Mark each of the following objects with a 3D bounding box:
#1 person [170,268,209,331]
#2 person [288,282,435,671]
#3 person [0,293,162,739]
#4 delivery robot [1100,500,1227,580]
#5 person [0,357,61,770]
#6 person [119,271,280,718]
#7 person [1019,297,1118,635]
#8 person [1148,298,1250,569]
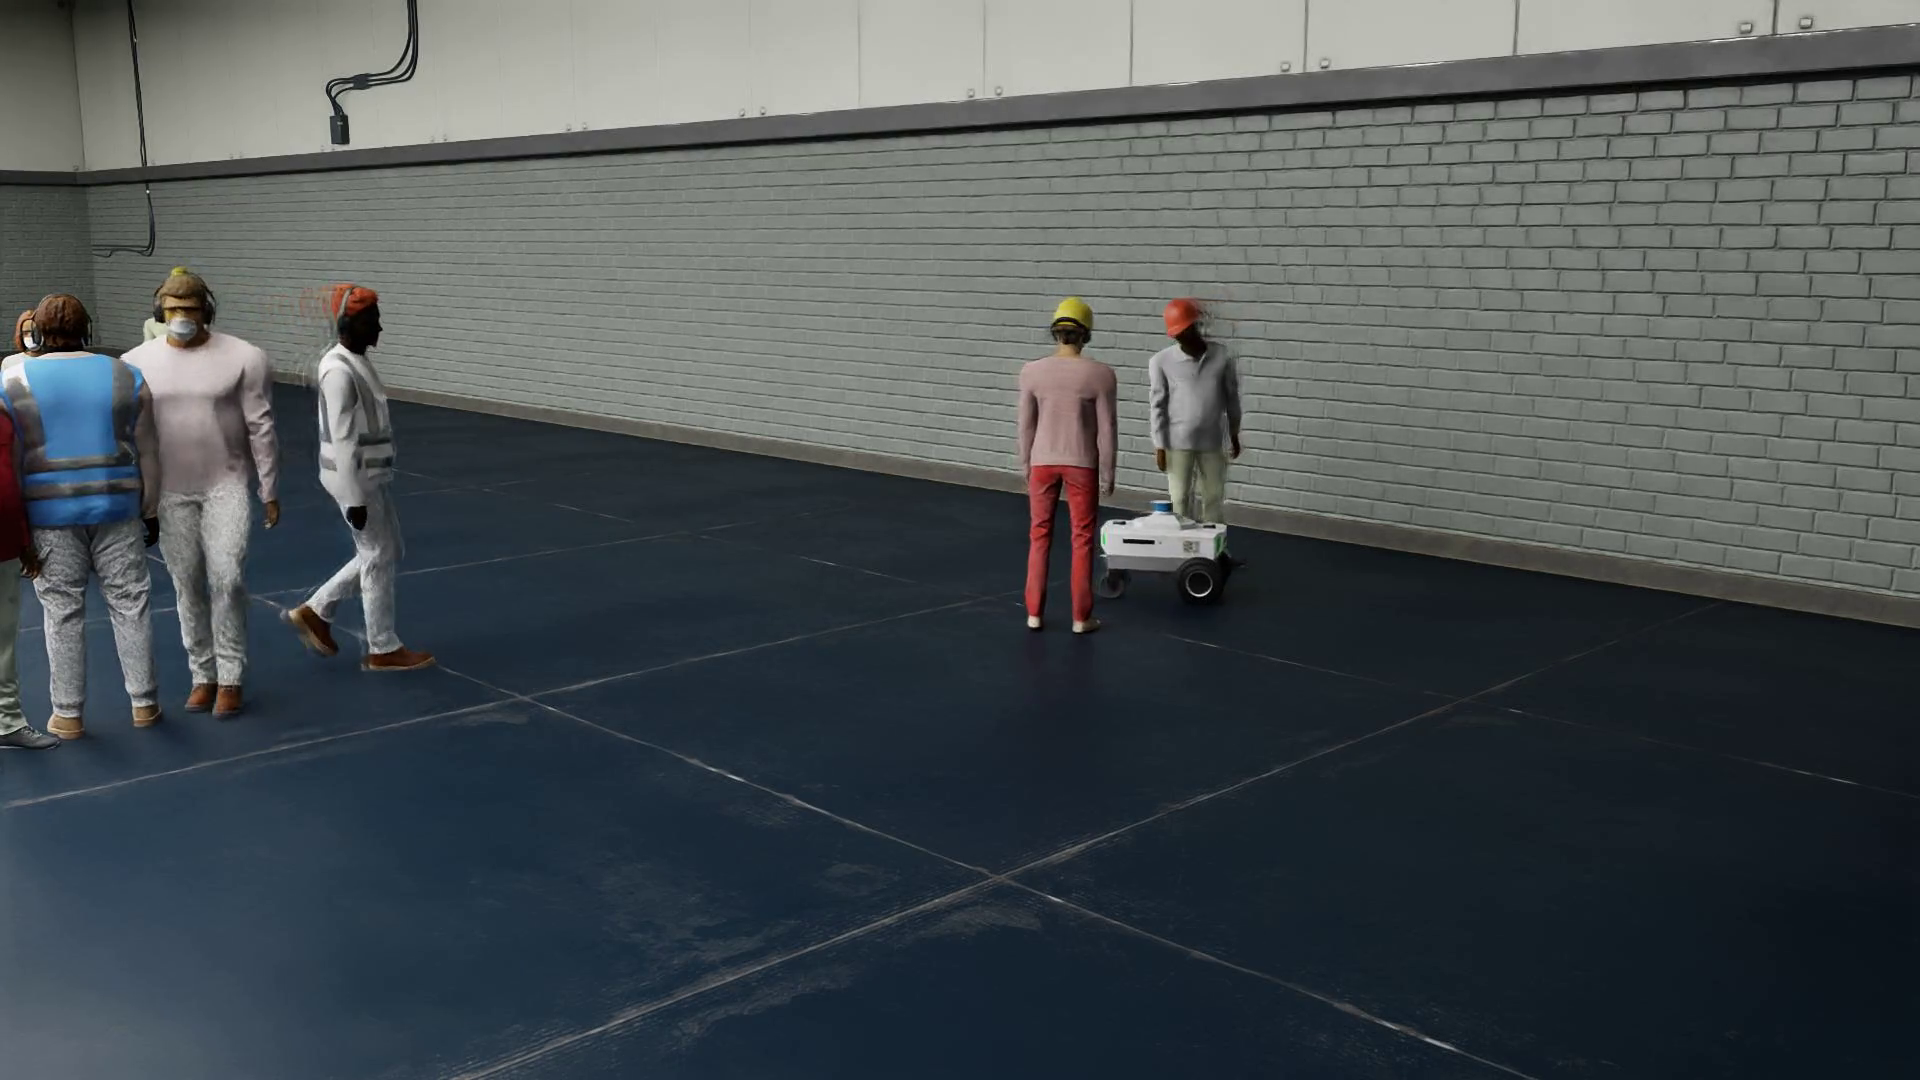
[{"bbox_3d":[-9.119,-2.362,19.660,0.498,1.696,0.901,-2,11,-11],"label":"person"},{"bbox_3d":[-2.851,-0.268,7.783,0.559,1.866,0.606,-2,11,-11],"label":"person"},{"bbox_3d":[-3.653,-0.097,6.917,0.621,1.845,0.429,-7,13,-34],"label":"person"},{"bbox_3d":[1.169,0.015,9.561,0.707,0.478,0.477,2,11,14],"label":"delivery robot"},{"bbox_3d":[-3.848,0.018,6.516,0.321,1.755,0.563,2,11,11],"label":"person"},{"bbox_3d":[-3.294,-0.178,7.134,0.665,1.916,0.568,-2,11,-9],"label":"person"},{"bbox_3d":[0.571,-0.381,8.703,0.540,1.757,0.359,3,11,17],"label":"person"},{"bbox_3d":[1.484,-0.619,10.139,0.709,1.703,0.409,-3,11,-14],"label":"person"}]
